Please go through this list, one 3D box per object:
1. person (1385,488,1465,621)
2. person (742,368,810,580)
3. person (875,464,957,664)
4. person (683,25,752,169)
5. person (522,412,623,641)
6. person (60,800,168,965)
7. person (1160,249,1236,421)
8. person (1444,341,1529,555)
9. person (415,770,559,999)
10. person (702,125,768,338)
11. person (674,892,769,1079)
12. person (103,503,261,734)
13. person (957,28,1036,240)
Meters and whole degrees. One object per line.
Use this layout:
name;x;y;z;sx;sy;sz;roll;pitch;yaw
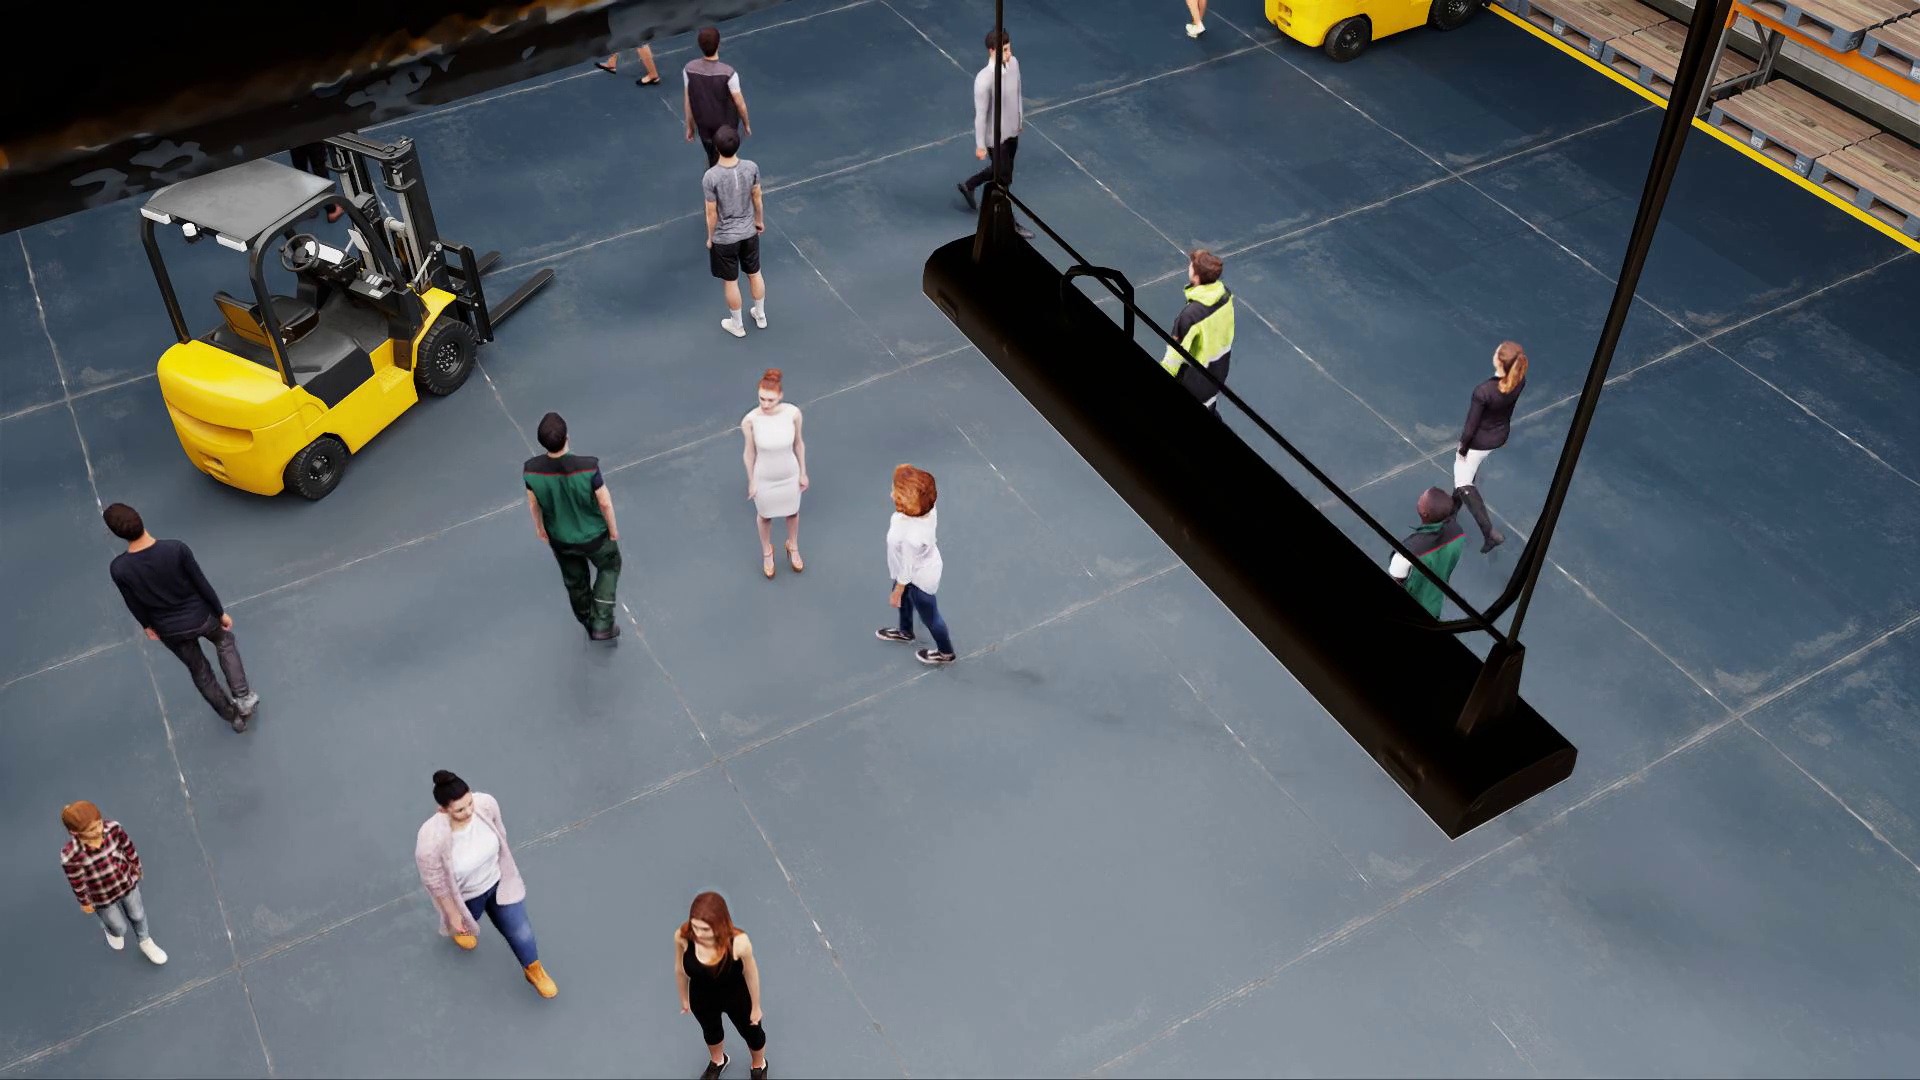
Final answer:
person;2.843;0.461;10.329;0.705;1.824;0.977;-24;48;-23
person;-1.240;-0.435;11.292;0.622;1.793;0.576;-11;45;-11
person;-0.165;0.205;10.692;0.934;1.694;0.892;6;44;6
person;-2.158;-3.556;14.552;1.125;1.815;1.186;10;45;10
person;-2.480;0.000;10.761;0.860;1.895;0.917;0;44;0
person;-4.753;1.872;9.232;0.747;1.294;0.666;31;52;28
person;1.775;-1.156;11.948;1.338;1.932;1.100;28;50;26
person;3.670;-0.624;11.549;0.564;1.712;0.980;-20;47;-20
person;-2.698;1.802;9.005;0.847;1.708;1.161;-34;53;-30
person;-1.808;-2.475;13.377;0.662;1.871;0.539;-24;49;-23
person;-1.196;2.312;8.457;0.653;1.725;0.699;8;44;8
person;-4.748;0.564;10.206;0.697;1.844;0.655;-16;46;-16
person;0.281;-3.587;14.513;1.265;1.914;1.072;25;49;24
